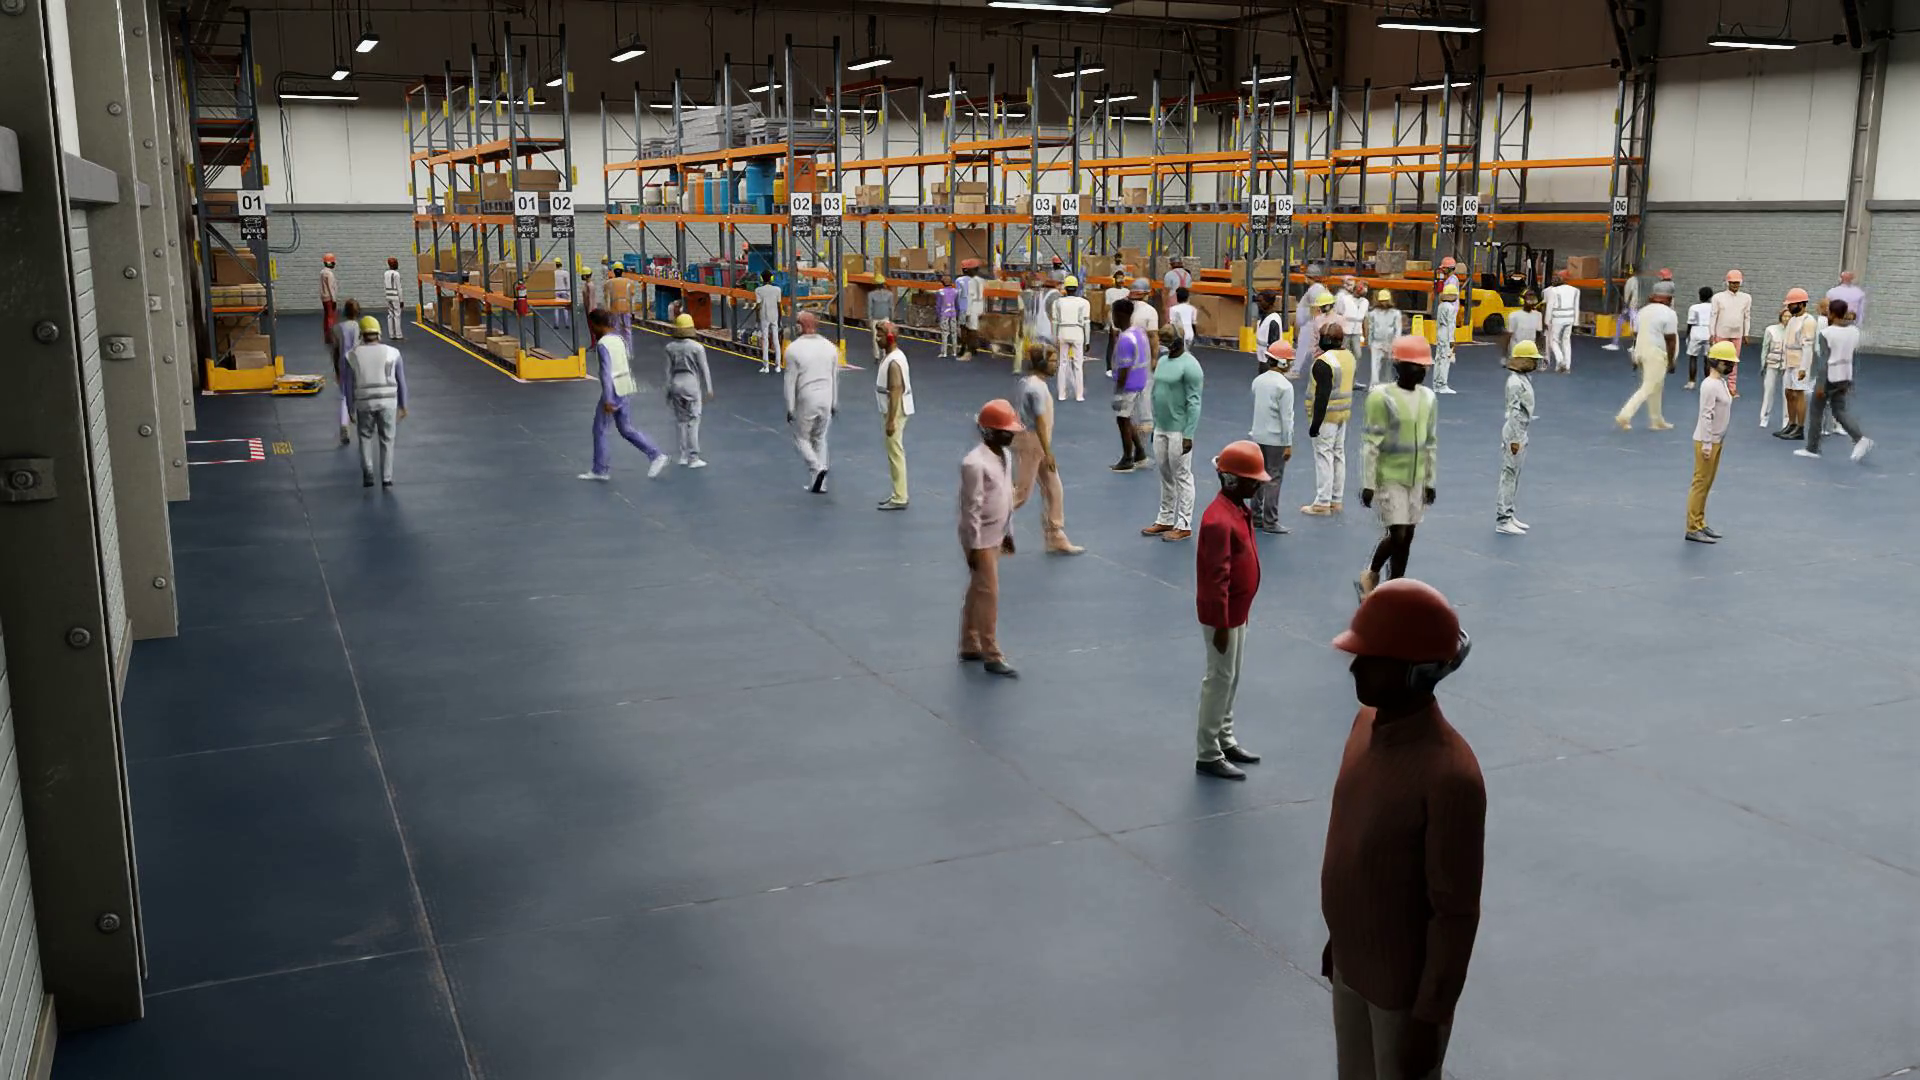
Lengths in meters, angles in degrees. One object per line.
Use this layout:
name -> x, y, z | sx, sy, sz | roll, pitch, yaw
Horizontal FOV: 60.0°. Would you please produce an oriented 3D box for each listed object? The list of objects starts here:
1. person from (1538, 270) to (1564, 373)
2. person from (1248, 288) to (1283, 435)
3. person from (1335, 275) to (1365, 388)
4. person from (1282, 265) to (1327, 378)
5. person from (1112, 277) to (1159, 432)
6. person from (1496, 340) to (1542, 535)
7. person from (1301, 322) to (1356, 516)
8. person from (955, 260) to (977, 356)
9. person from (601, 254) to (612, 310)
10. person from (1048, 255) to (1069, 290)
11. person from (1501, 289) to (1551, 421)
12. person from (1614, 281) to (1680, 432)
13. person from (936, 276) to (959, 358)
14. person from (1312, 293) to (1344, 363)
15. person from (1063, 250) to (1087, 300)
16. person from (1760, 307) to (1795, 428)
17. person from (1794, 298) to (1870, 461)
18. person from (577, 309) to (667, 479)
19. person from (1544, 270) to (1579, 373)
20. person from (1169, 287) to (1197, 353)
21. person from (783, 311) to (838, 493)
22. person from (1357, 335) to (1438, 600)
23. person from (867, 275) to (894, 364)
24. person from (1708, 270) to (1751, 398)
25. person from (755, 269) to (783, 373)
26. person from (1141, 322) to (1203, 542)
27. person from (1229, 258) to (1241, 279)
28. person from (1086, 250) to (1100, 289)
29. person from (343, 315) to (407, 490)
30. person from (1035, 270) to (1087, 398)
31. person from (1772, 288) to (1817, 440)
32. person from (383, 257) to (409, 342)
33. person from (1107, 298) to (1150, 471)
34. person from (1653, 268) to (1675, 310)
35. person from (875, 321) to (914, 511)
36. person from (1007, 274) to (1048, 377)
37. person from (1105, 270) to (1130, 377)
person -> 10.774, -3.952, 30.116 | 0.510, 1.845, 0.332 | 8, 14, 36
person -> 3.956, -2.252, 21.288 | 0.396, 1.919, 0.590 | 0, 11, -2
person -> 6.411, -3.388, 27.186 | 0.665, 1.866, 0.690 | 3, 12, 16
person -> 6.176, -3.808, 28.883 | 1.015, 2.000, 0.685 | 5, 12, 24
person -> 2.387, -2.462, 22.042 | 0.686, 2.000, 0.535 | 11, 15, 44
person -> 5.052, -0.931, 15.020 | 0.303, 1.743, 0.494 | 5, 12, 25
person -> 3.519, -1.159, 15.929 | 0.429, 1.842, 0.633 | 9, 14, 37
person -> 0.137, -4.697, 33.671 | 0.551, 1.933, 0.365 | -5, 12, -24
person -> -9.823, -7.086, 46.336 | 0.340, 1.735, 0.486 | -4, 12, -19
person -> 2.170, -5.395, 37.211 | 0.545, 1.938, 0.362 | -7, 13, -33
person -> 7.838, -2.527, 22.928 | 0.519, 1.825, 0.915 | -4, 12, -21
person -> 9.080, -2.444, 21.953 | 0.910, 2.000, 0.682 | -2, 11, -8
person -> -0.247, -4.449, 33.169 | 0.511, 1.640, 0.308 | -6, 13, -29
person -> 5.228, -2.646, 23.720 | 0.342, 1.752, 0.532 | -8, 14, -36
person -> 2.680, -5.699, 38.487 | 0.613, 2.041, 0.393 | -5, 12, -24
person -> 11.036, -2.312, 22.332 | 0.519, 1.633, 0.314 | 6, 13, 30
person -> 10.236, -1.866, 19.399 | 0.600, 1.892, 0.836 | -5, 12, -22
person -> -3.673, -1.567, 17.941 | 0.831, 1.881, 0.662 | 2, 11, 8
person -> 10.839, -3.905, 29.857 | 0.584, 1.860, 0.514 | -2, 11, -11
person -> 3.718, -3.356, 27.542 | 0.535, 1.667, 0.789 | -7, 13, -33
person -> -1.497, -1.382, 16.958 | 0.673, 1.886, 0.545 | -9, 14, -37
person -> 3.142, -0.434, 11.783 | 0.627, 2.026, 0.413 | -6, 13, -29
person -> -1.501, -4.167, 31.546 | 0.540, 1.708, 0.938 | -2, 11, -9
person -> 12.015, -3.214, 25.980 | 0.619, 1.994, 0.381 | 1, 11, 4
person -> -3.461, -3.953, 30.077 | 0.517, 1.865, 0.328 | -5, 12, -22
person -> 1.880, -0.952, 14.647 | 0.372, 1.934, 0.627 | -5, 12, -25
person -> 8.214, -7.597, 49.263 | 0.521, 1.603, 0.614 | 0, 11, -1
person -> 3.774, -7.301, 47.223 | 0.641, 1.822, 0.434 | -2, 11, -8
person -> -6.075, -1.421, 17.320 | 0.615, 1.820, 0.482 | -3, 12, -17
person -> 1.532, -3.221, 25.900 | 0.975, 2.000, 0.696 | -7, 13, -33
person -> 10.652, -2.242, 21.240 | 0.391, 1.923, 0.549 | 0, 11, 1
person -> -12.671, -5.384, 37.297 | 0.576, 1.883, 0.354 | 8, 14, 37
person -> 1.874, -1.704, 18.492 | 0.410, 1.933, 0.688 | 3, 11, 13
person -> 14.810, -4.848, 34.960 | 0.584, 1.724, 0.368 | -6, 13, -27
person -> -0.637, -1.212, 16.209 | 0.390, 1.839, 0.566 | -1, 11, -4
person -> 1.247, -3.774, 29.329 | 0.873, 1.808, 0.566 | 10, 15, 42
person -> 2.794, -3.822, 29.391 | 0.514, 1.872, 0.328 | -6, 12, -27
